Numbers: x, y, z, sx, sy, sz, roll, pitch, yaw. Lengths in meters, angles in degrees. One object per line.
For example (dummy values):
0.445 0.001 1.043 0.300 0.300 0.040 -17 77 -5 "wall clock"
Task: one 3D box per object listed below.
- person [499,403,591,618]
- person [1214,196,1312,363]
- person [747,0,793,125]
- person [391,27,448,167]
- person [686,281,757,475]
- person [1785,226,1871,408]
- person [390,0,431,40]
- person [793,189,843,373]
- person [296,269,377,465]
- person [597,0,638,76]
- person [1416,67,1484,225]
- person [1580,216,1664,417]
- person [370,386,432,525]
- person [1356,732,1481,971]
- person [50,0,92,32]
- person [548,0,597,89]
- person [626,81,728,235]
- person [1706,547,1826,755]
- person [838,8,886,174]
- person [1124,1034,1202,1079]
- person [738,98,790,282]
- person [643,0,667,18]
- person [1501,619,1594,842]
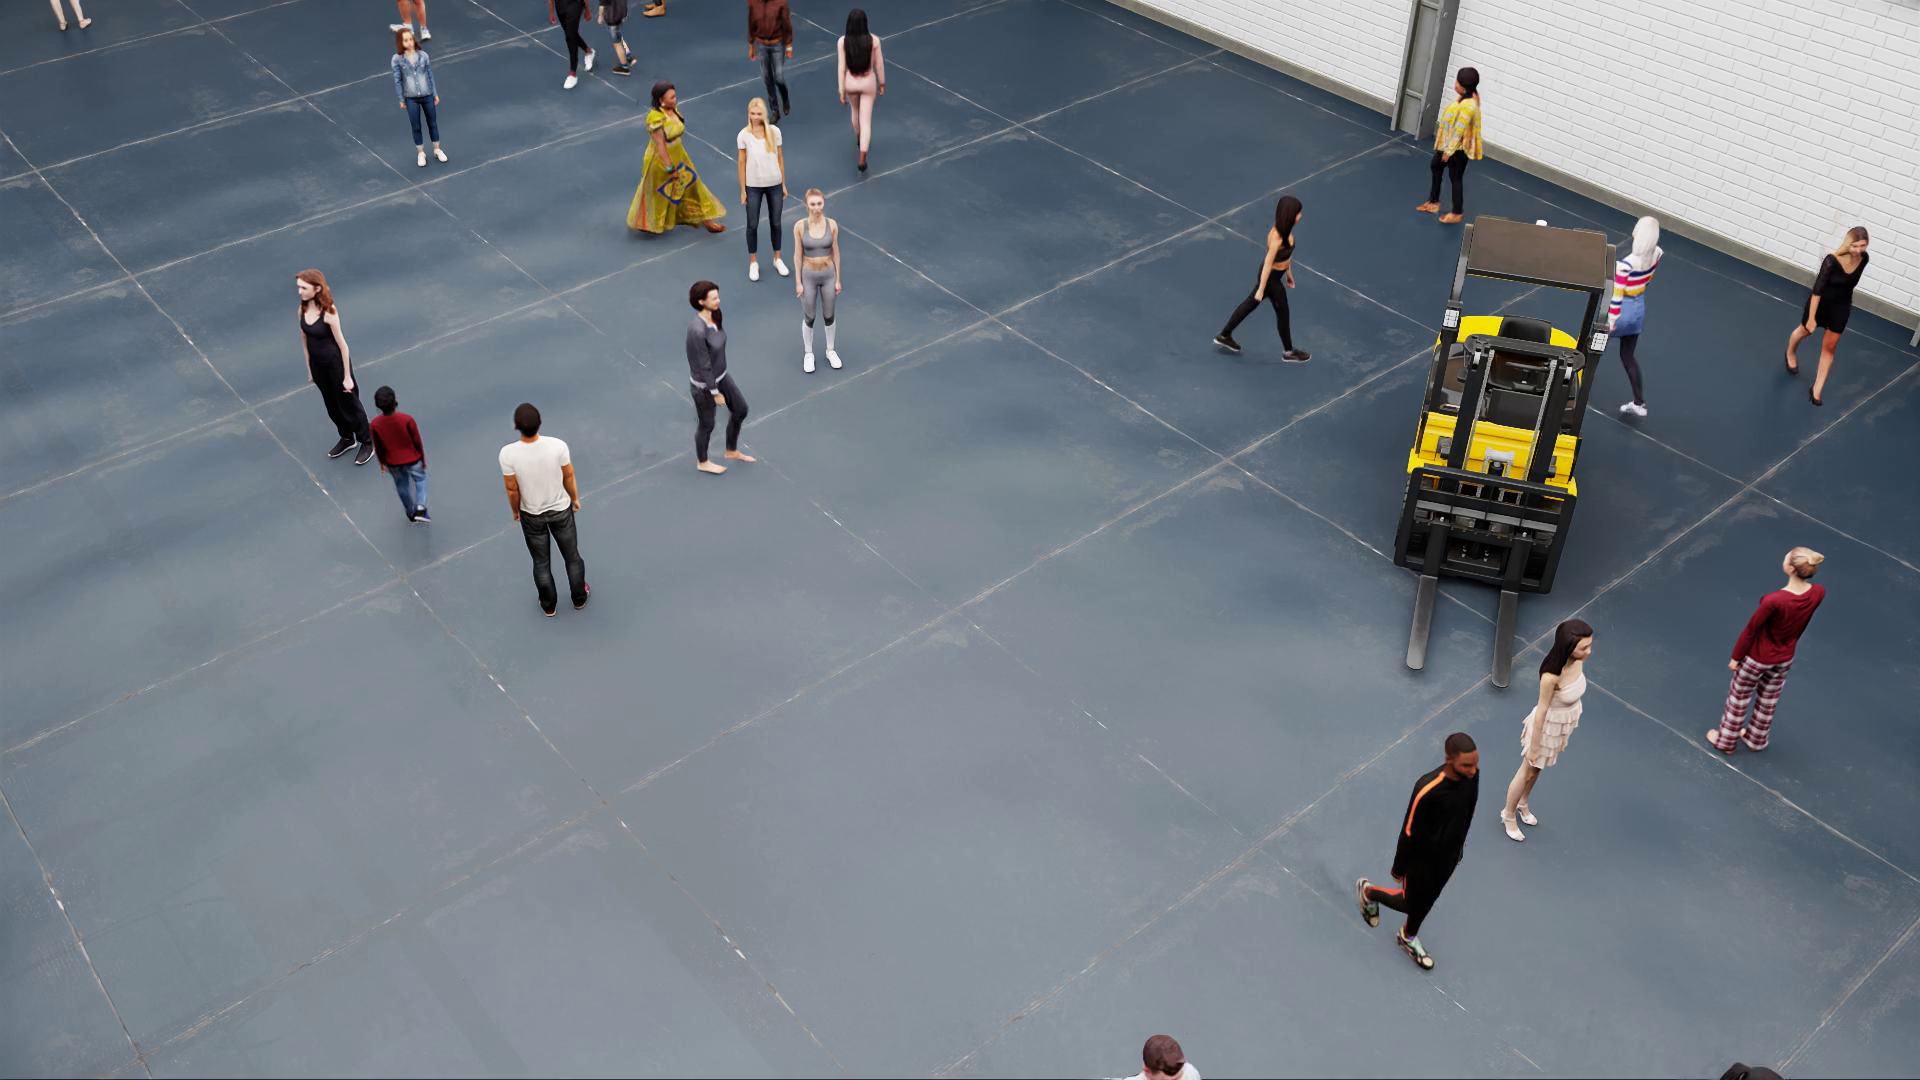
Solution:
-2.967 -0.224 11.890 0.707 1.805 0.671 -11 40 -14 "person"
2.652 -2.296 14.640 1.128 1.600 0.957 11 40 13 "person"
-2.103 -5.547 18.574 0.803 1.771 0.868 6 39 7 "person"
-5.808 -4.765 17.830 0.612 1.477 0.566 -18 42 -21 "person"
-2.074 -1.276 13.240 0.843 1.753 0.783 9 39 11 "person"
7.419 -2.016 14.280 0.986 1.611 1.094 -4 39 -5 "person"
-6.847 -7.064 20.430 0.780 1.825 0.992 20 43 23 "person"
-1.242 -2.278 14.537 0.650 1.701 0.681 -9 40 -11 "person"
-5.056 -1.414 13.417 0.608 1.748 0.725 15 41 18 "person"
-4.031 -6.188 19.644 0.689 1.438 0.641 14 41 17 "person"
5.064 -3.920 16.642 0.946 1.639 0.887 5 39 6 "person"
5.645 -1.851 13.947 0.858 1.770 1.207 -17 41 -20 "person"
-4.292 -0.602 12.803 0.622 1.244 0.684 -7 39 -8 "person"
2.623 1.695 9.485 0.702 1.797 0.865 -20 43 -24 "person"
-11.340 -7.226 20.740 0.698 1.701 0.706 -9 39 -11 "person"
-4.551 -6.251 19.499 1.086 1.716 1.016 12 40 14 "person"
-2.974 -3.713 16.424 1.368 1.599 1.182 11 40 14 "person"
5.250 0.721 10.781 0.685 1.701 0.658 -9 39 -11 "person"
-1.052 -4.721 17.617 1.124 1.674 1.226 1 39 2 "person"
0.843 2.884 7.974 0.773 1.825 1.023 -20 43 -23 "person"
-1.870 -3.343 15.785 0.665 1.808 0.627 -12 40 -14 "person"
-3.933 -7.538 21.115 0.765 1.711 0.675 -2 39 -2 "person"
3.599 1.158 10.206 0.543 1.736 0.595 32 48 33 "person"
